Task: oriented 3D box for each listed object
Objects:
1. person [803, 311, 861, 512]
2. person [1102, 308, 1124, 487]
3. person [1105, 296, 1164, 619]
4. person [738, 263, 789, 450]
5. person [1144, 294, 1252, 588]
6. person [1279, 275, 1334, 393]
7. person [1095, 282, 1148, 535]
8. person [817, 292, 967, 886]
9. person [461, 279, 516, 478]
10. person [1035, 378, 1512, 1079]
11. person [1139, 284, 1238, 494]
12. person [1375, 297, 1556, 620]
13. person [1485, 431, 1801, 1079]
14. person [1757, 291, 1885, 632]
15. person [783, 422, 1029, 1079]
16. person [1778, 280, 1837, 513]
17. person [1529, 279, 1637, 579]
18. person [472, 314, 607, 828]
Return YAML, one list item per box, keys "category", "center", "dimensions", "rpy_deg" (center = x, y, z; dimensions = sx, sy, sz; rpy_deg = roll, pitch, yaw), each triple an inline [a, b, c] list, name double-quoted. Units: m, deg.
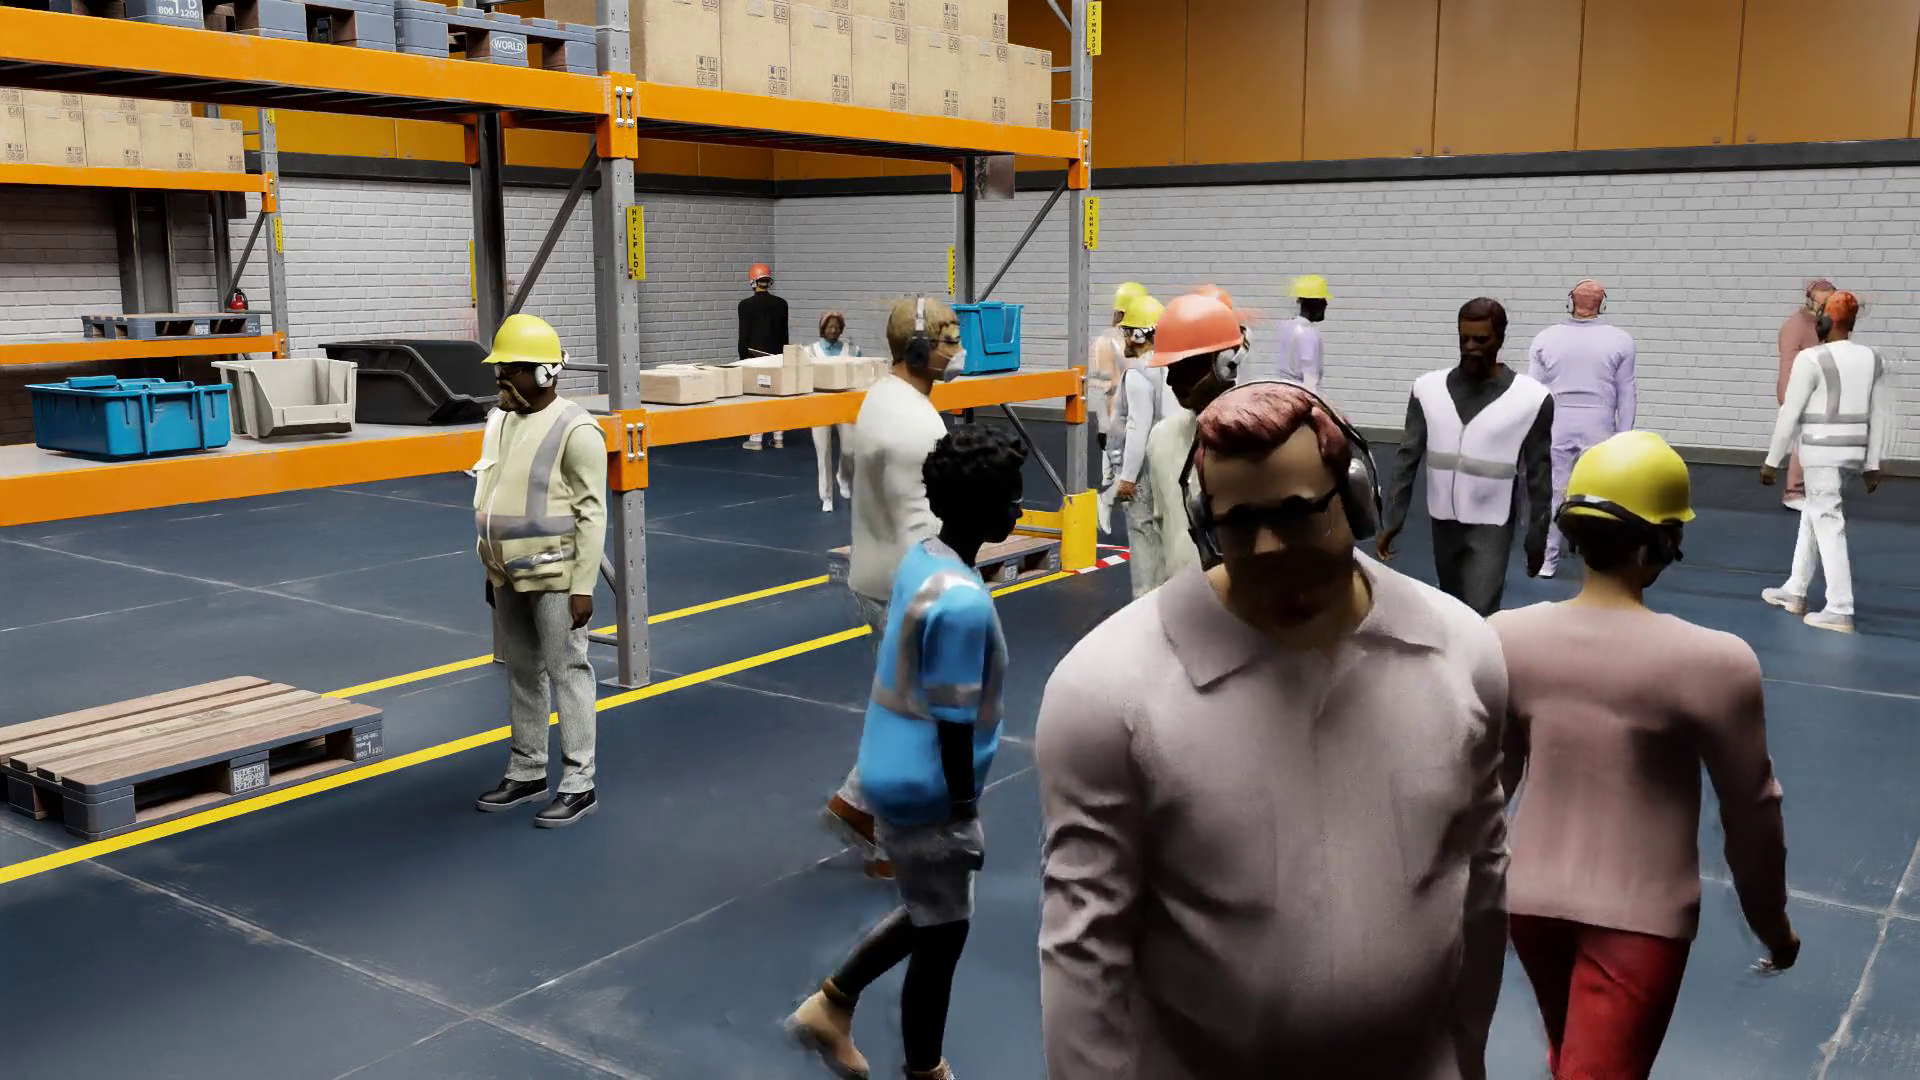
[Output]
- category: "person"
  center: [-1.045, -1.062, 13.604]
  dimensions: [0.533, 1.624, 0.623]
  rpy_deg: [-2, 10, -10]
- category: "person"
  center: [1.434, -1.252, 14.710]
  dimensions: [0.312, 1.635, 0.517]
  rpy_deg: [-4, 10, -22]
- category: "person"
  center: [0.999, -0.413, 9.116]
  dimensions: [0.403, 1.833, 0.586]
  rpy_deg: [4, 11, 25]
- category: "person"
  center: [-2.119, -1.966, 17.886]
  dimensions: [0.612, 1.995, 0.377]
  rpy_deg: [-7, 12, -37]
- category: "person"
  center: [0.846, 0.239, 4.983]
  dimensions: [0.625, 1.943, 1.030]
  rpy_deg: [9, 13, 42]
- category: "person"
  center: [2.602, -1.045, 12.639]
  dimensions: [0.441, 1.916, 0.600]
  rpy_deg: [-1, 10, -4]
- category: "person"
  center: [1.174, -0.872, 11.701]
  dimensions: [0.645, 1.879, 0.674]
  rpy_deg: [-8, 12, -39]
- category: "person"
  center: [-0.154, 0.179, 5.316]
  dimensions: [0.433, 1.923, 0.652]
  rpy_deg: [-1, 10, -7]
- category: "person"
  center: [-4.336, -1.515, 15.605]
  dimensions: [0.965, 1.866, 0.644]
  rpy_deg: [-6, 11, -33]
- category: "person"
  center: [0.435, 0.740, 2.113]
  dimensions: [0.665, 1.876, 0.675]
  rpy_deg: [-1, 10, -8]
- category: "person"
  center: [1.311, -0.403, 8.888]
  dimensions: [0.808, 1.894, 0.555]
  rpy_deg: [-6, 11, -31]
- category: "person"
  center: [2.044, -0.041, 6.802]
  dimensions: [0.615, 1.871, 0.988]
  rpy_deg: [9, 13, 42]
- category: "person"
  center: [1.188, 0.664, 3.055]
  dimensions: [0.932, 1.718, 0.539]
  rpy_deg: [-8, 12, -40]
- category: "person"
  center: [4.749, -0.452, 9.299]
  dimensions: [0.582, 1.850, 0.863]
  rpy_deg: [-4, 10, -23]
- category: "person"
  center: [-0.097, 0.563, 3.780]
  dimensions: [0.483, 1.673, 0.535]
  rpy_deg: [-1, 10, -6]
- category: "person"
  center: [6.821, -1.140, 13.338]
  dimensions: [0.653, 1.868, 0.544]
  rpy_deg: [-6, 11, -31]
- category: "person"
  center: [3.921, -0.685, 10.517]
  dimensions: [0.653, 1.906, 0.408]
  rpy_deg: [5, 11, 28]
- category: "person"
  center: [-1.528, 0.111, 5.994]
  dimensions: [0.588, 1.834, 0.403]
  rpy_deg: [7, 12, 36]
